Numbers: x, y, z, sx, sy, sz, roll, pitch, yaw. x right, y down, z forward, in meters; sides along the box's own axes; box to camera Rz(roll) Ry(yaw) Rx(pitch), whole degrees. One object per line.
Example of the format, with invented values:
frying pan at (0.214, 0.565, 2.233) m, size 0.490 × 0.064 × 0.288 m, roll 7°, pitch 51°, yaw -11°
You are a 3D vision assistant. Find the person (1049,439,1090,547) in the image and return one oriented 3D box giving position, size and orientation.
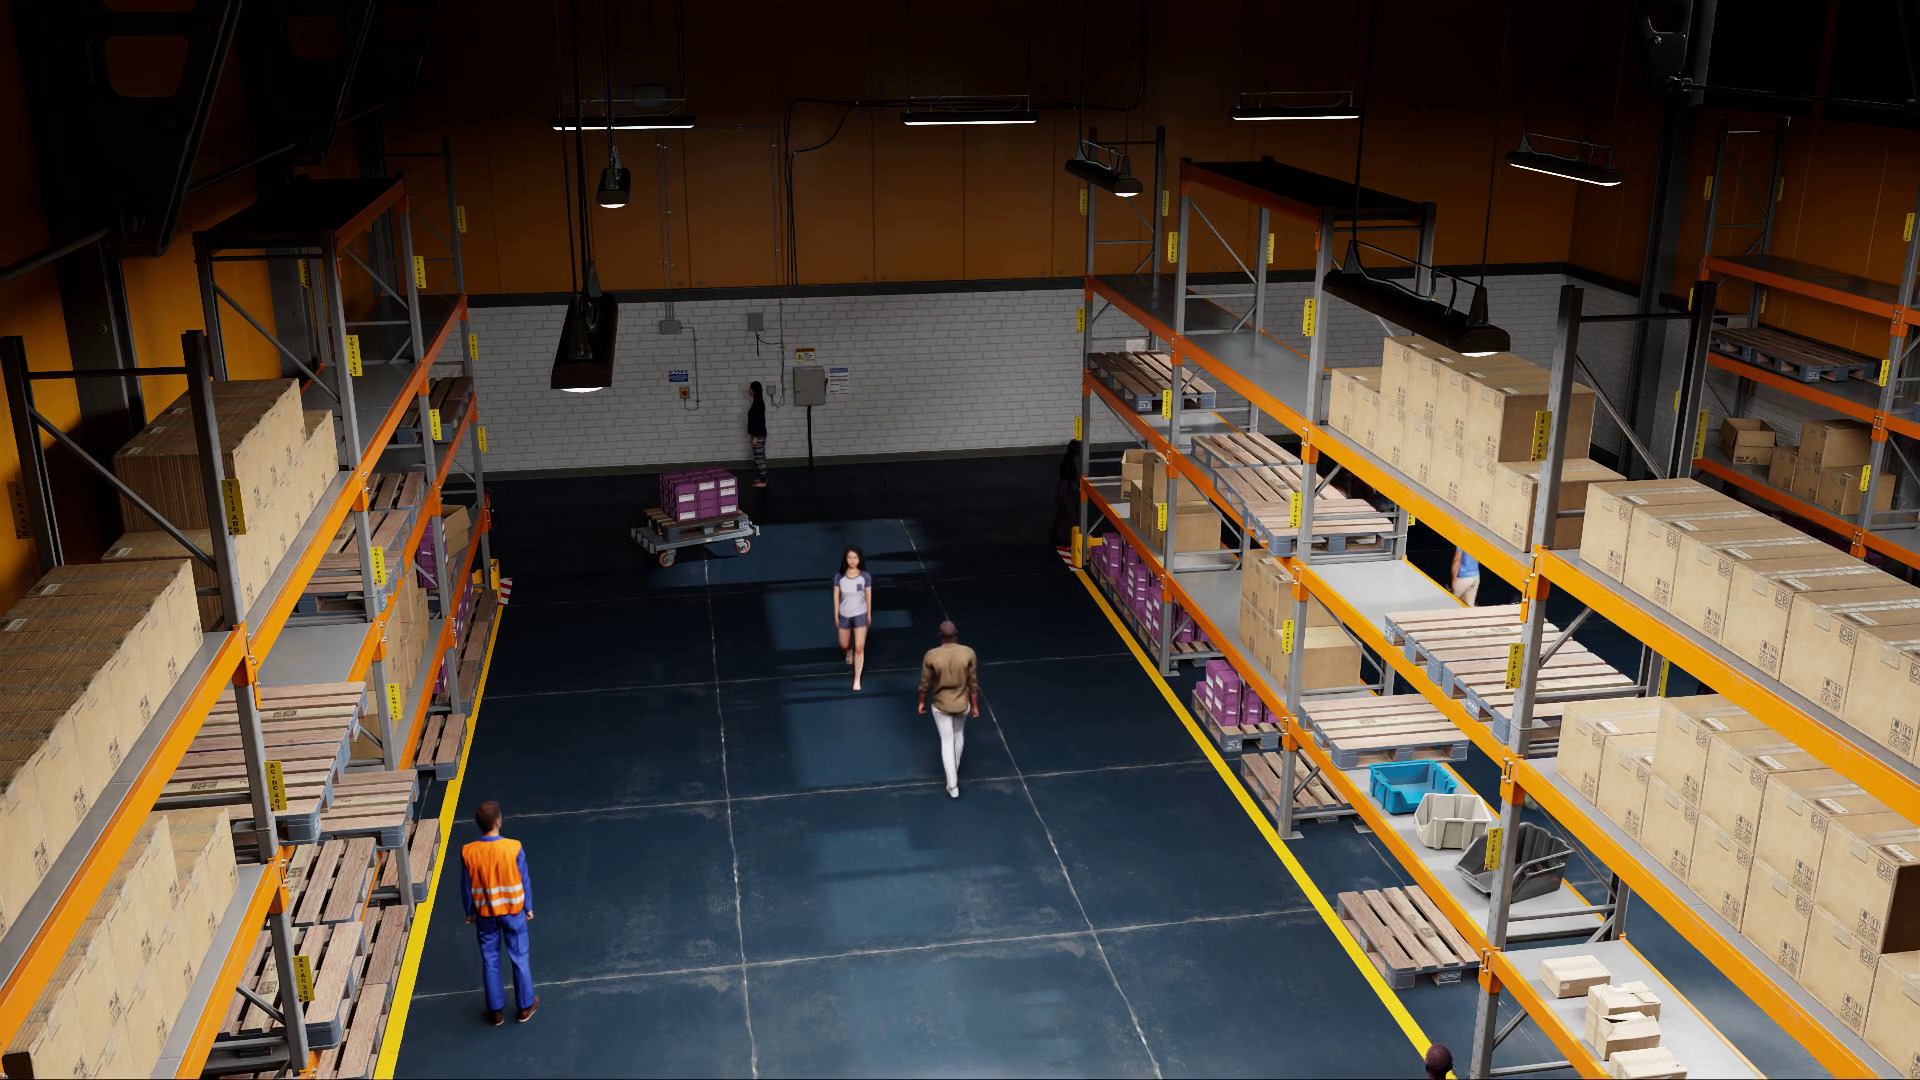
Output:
person at (1.532, -0.672, 23.901) m, size 0.665 × 1.614 × 0.702 m, roll -4°, pitch 19°, yaw -13°

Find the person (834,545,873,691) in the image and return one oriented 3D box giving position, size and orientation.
person at (-1.231, 0.851, 19.267) m, size 0.706 × 1.686 × 1.002 m, roll 0°, pitch 19°, yaw 0°

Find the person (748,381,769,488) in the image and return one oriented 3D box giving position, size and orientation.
person at (-3.241, -1.720, 26.826) m, size 0.713 × 1.734 × 0.537 m, roll 1°, pitch 19°, yaw 4°

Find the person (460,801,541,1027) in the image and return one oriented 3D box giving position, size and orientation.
person at (-3.578, 2.891, 12.932) m, size 0.690 × 1.862 × 0.609 m, roll -2°, pitch 19°, yaw -6°

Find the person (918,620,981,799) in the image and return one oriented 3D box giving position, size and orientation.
person at (-0.075, 1.704, 16.554) m, size 0.751 × 1.800 × 0.984 m, roll -3°, pitch 19°, yaw -10°
